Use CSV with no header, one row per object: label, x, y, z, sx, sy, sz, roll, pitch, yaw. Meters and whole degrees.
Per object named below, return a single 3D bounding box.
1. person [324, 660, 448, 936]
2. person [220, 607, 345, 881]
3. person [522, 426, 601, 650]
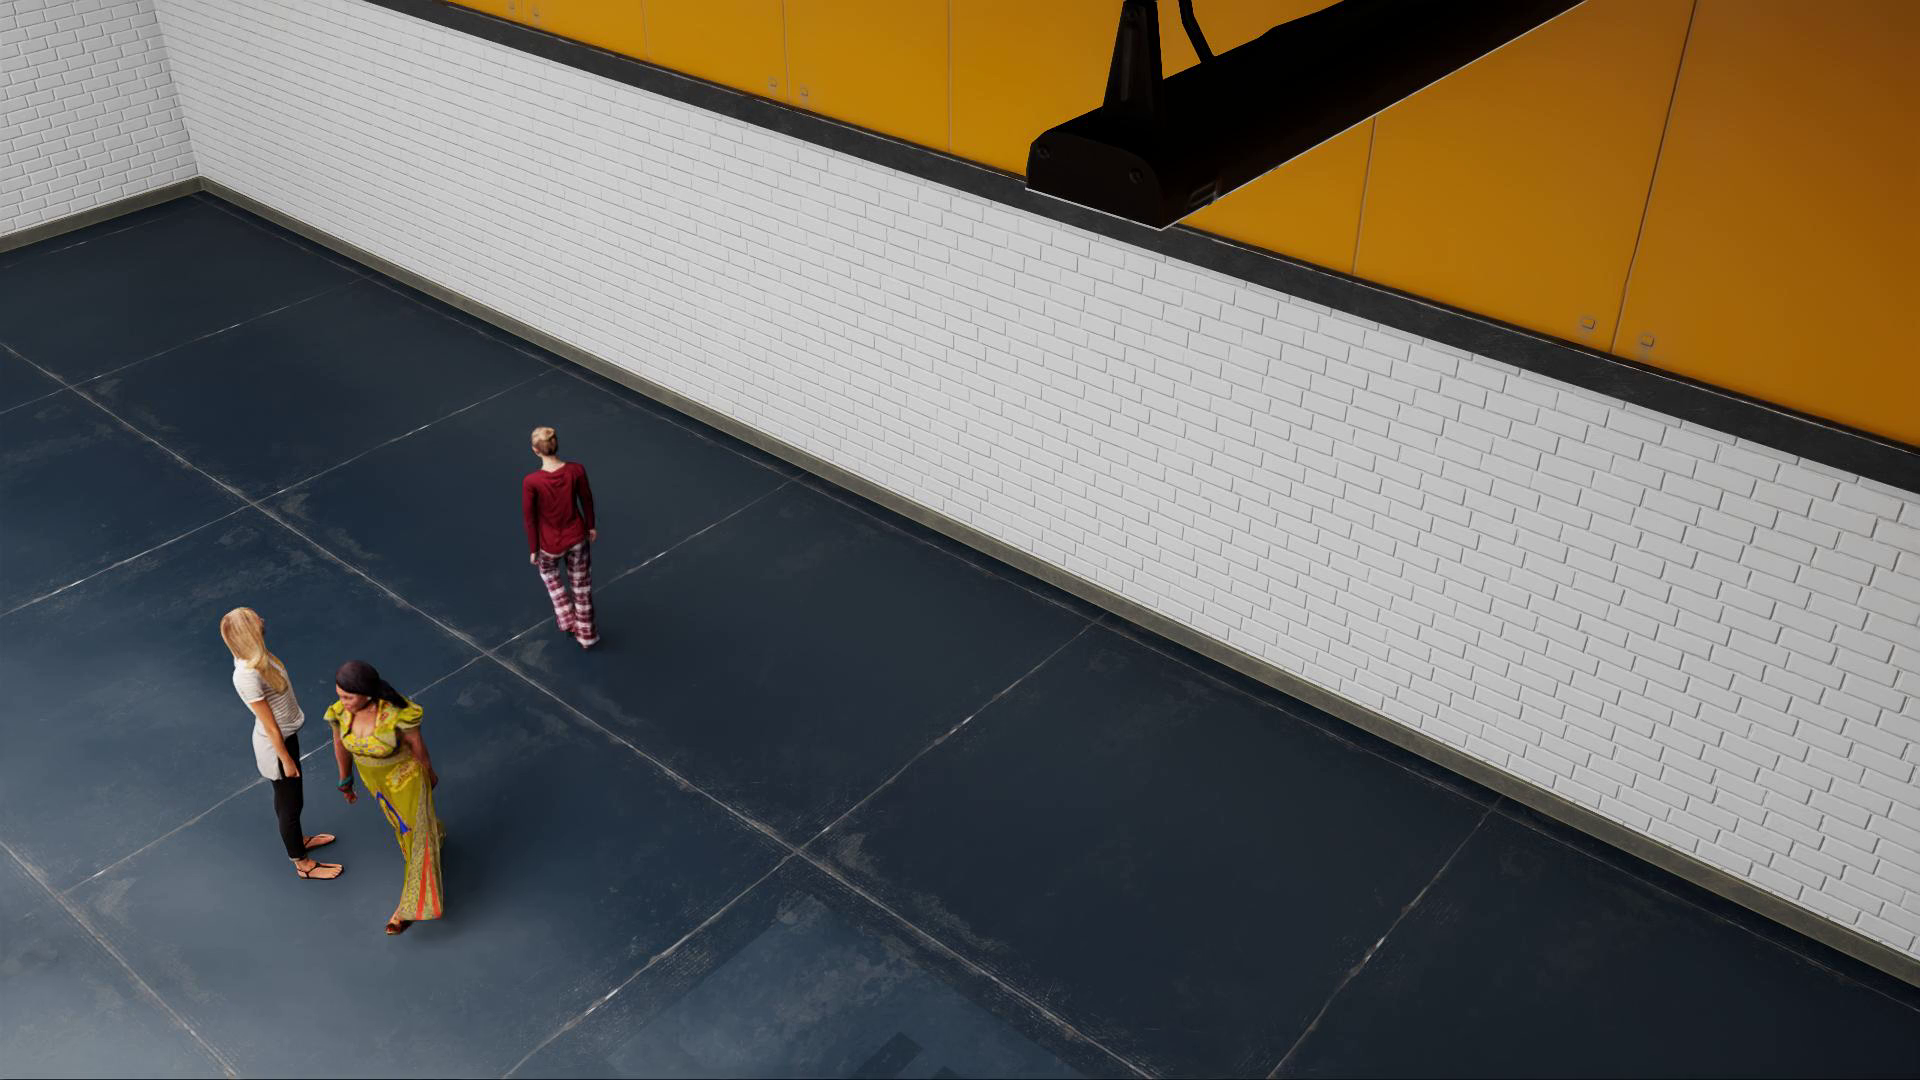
person,-3.136,1.274,9.292,1.183,1.610,1.342,3,34,4
person,-3.825,1.134,9.298,0.670,1.827,0.687,-14,36,-21
person,-2.629,0.023,11.091,0.722,1.692,0.820,-17,37,-24
